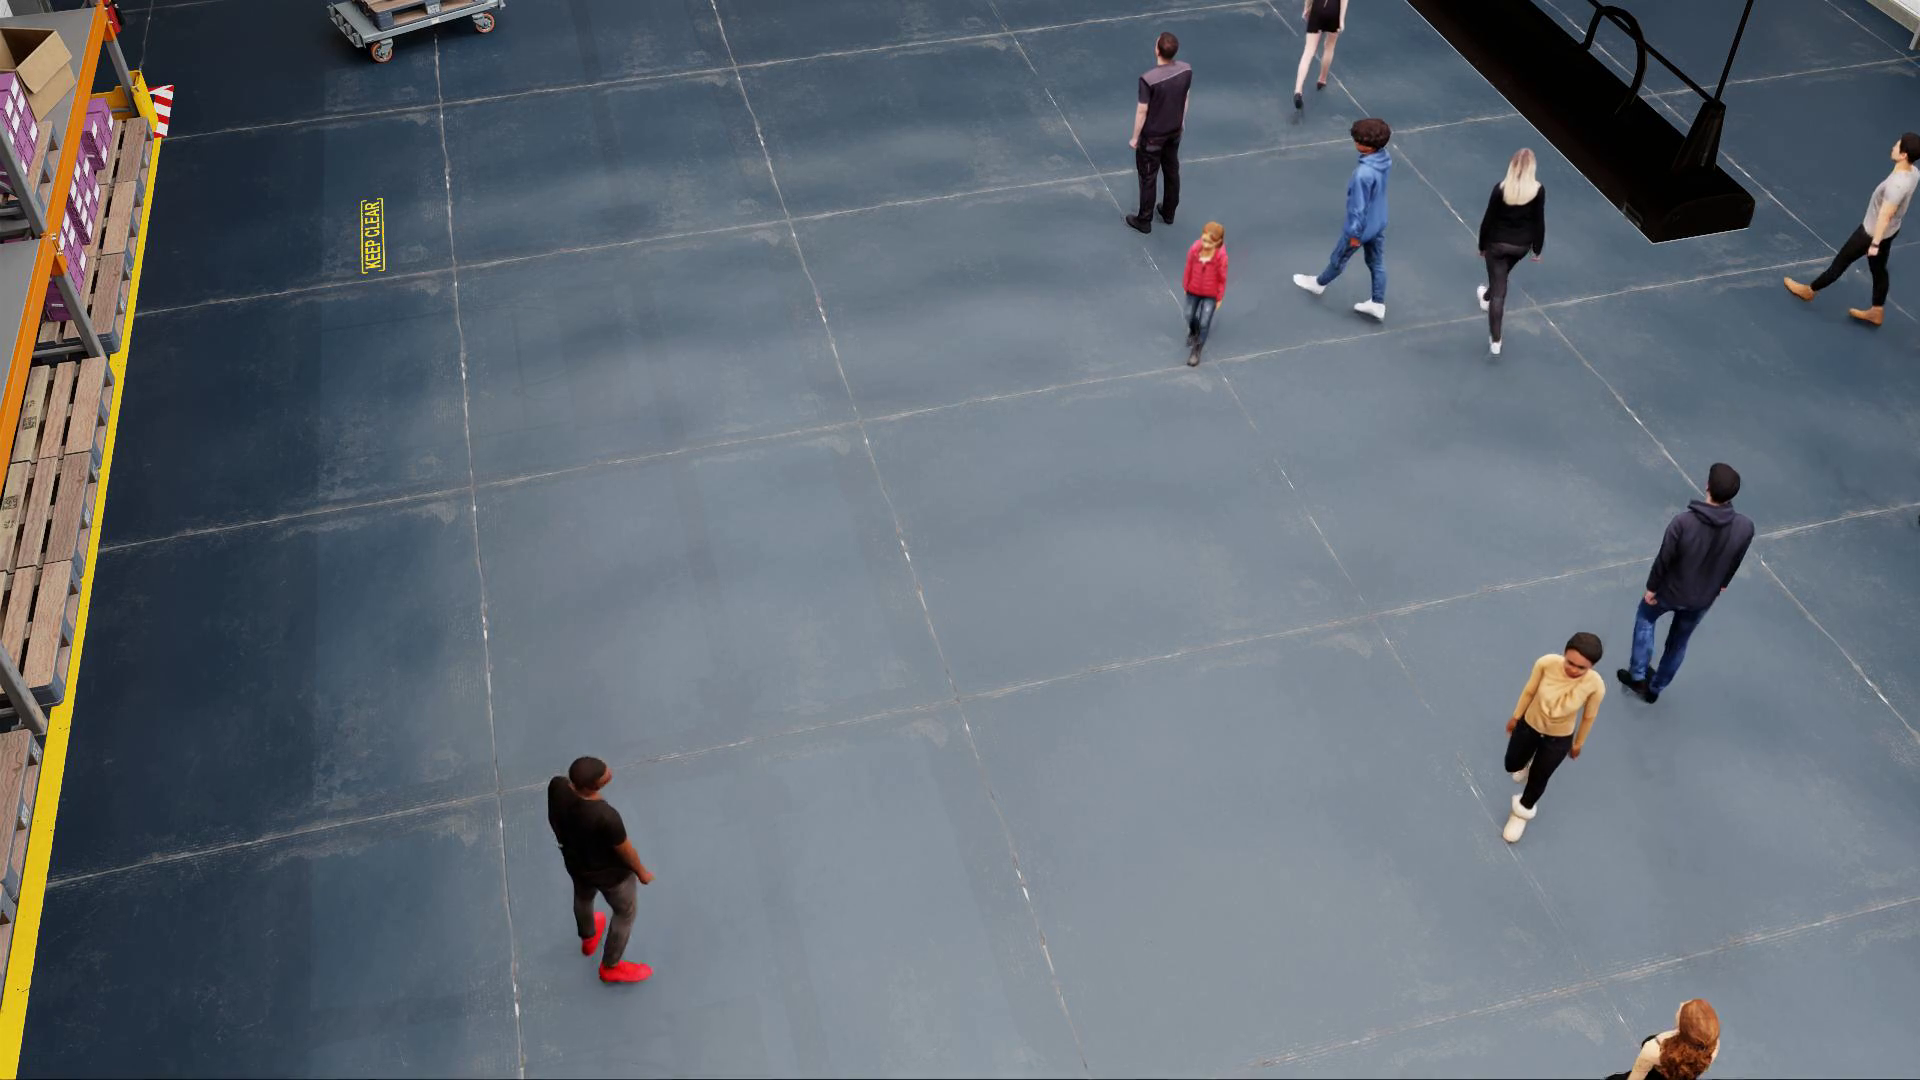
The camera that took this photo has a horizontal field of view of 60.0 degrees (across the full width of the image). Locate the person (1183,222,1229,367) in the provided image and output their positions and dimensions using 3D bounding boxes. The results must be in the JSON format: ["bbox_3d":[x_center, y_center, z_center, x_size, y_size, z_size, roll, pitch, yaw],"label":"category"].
[{"bbox_3d":[1.978,-2.018,13.340,0.675,1.306,0.740,19,47,19],"label":"person"}]

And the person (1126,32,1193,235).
[{"bbox_3d":[1.751,-3.574,14.583,0.780,1.845,0.689,-22,48,-22],"label":"person"}]

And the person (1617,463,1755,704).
[{"bbox_3d":[4.565,0.373,10.416,0.788,1.878,0.789,7,44,8],"label":"person"}]

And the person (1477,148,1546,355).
[{"bbox_3d":[4.396,-2.267,13.371,0.917,1.624,1.268,4,44,4],"label":"person"}]

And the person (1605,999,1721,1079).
[{"bbox_3d":[3.417,2.794,8.080,0.726,1.595,1.121,-2,44,-2],"label":"person"}]

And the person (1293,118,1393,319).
[{"bbox_3d":[3.387,-2.583,13.599,1.207,1.766,1.099,27,50,26],"label":"person"}]

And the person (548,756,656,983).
[{"bbox_3d":[-1.976,1.772,9.015,0.808,1.785,0.879,12,45,12],"label":"person"}]

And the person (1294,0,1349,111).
[{"bbox_3d":[3.517,-5.046,16.161,1.061,1.798,1.177,18,46,18],"label":"person"}]

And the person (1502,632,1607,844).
[{"bbox_3d":[3.492,1.077,9.845,0.887,1.646,0.924,26,49,25],"label":"person"}]

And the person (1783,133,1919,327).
[{"bbox_3d":[7.562,-2.478,13.551,1.160,1.681,0.958,34,53,31],"label":"person"}]
